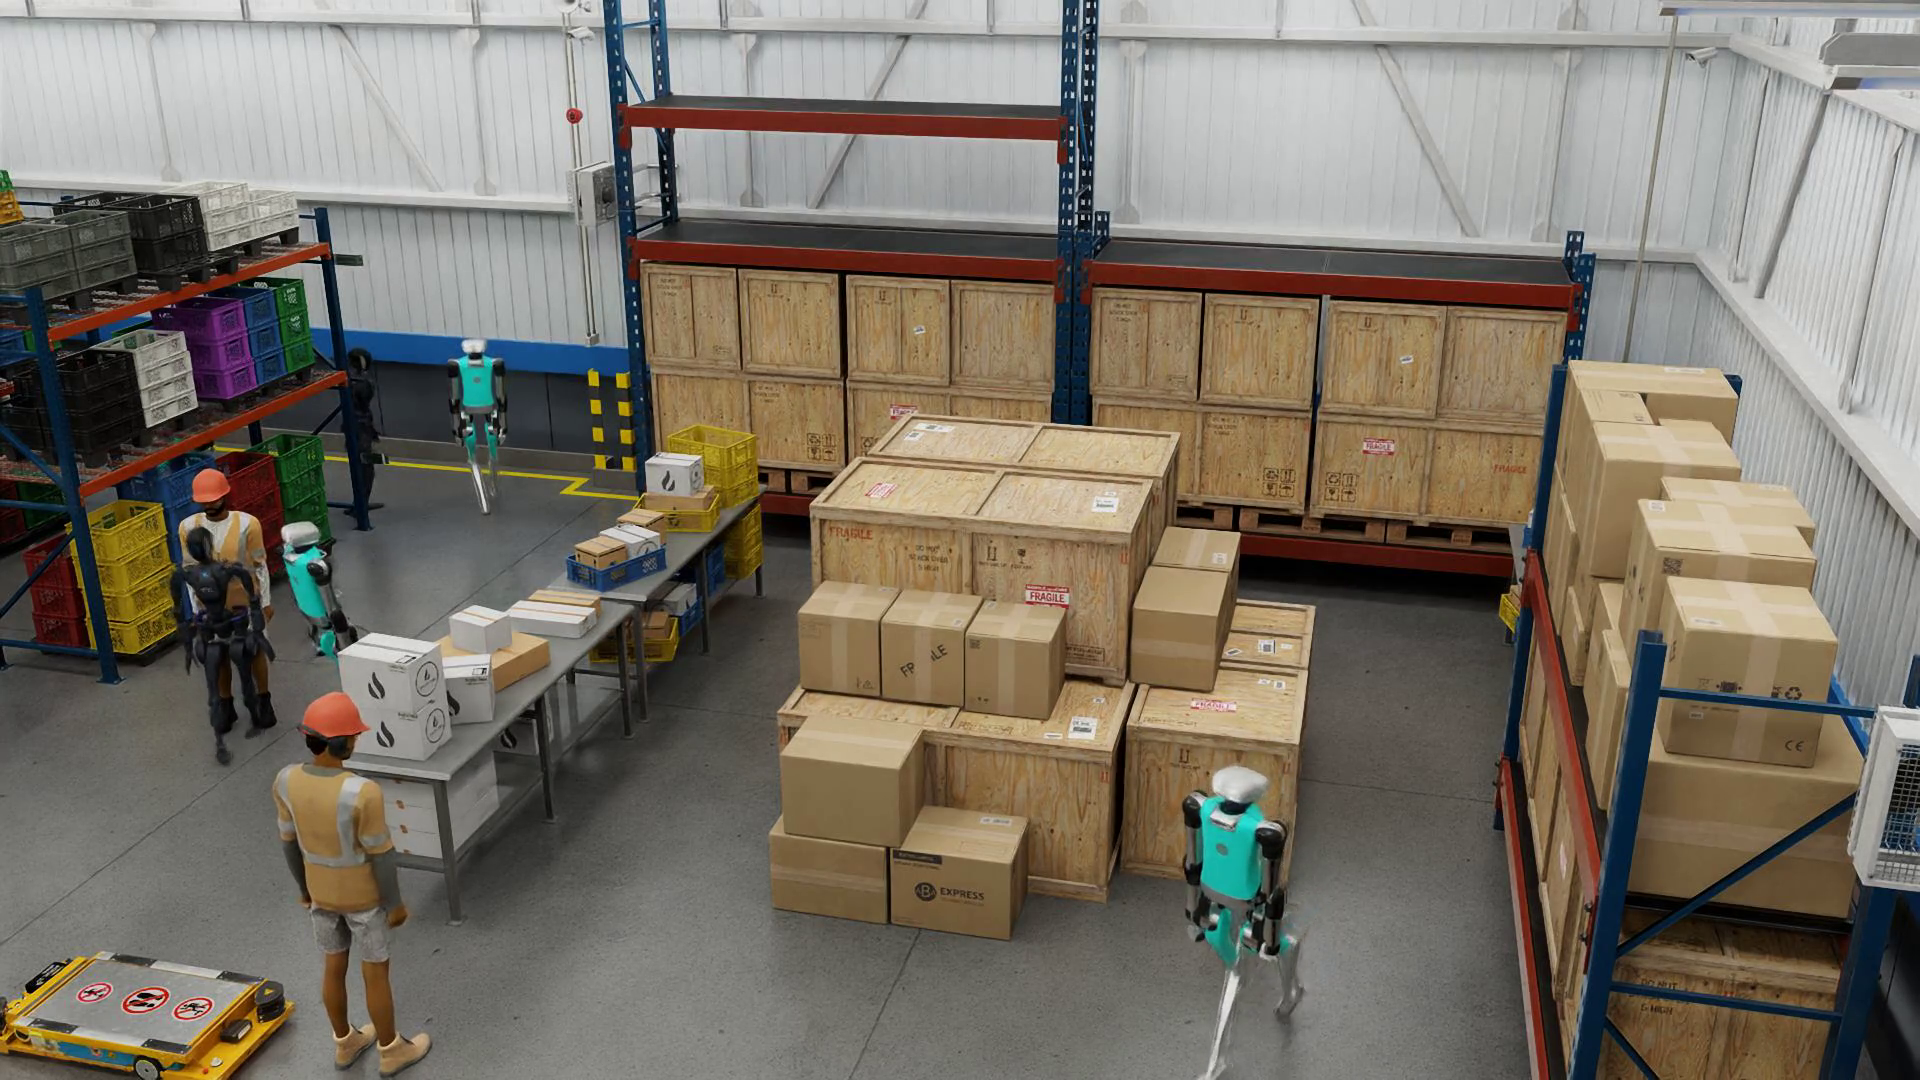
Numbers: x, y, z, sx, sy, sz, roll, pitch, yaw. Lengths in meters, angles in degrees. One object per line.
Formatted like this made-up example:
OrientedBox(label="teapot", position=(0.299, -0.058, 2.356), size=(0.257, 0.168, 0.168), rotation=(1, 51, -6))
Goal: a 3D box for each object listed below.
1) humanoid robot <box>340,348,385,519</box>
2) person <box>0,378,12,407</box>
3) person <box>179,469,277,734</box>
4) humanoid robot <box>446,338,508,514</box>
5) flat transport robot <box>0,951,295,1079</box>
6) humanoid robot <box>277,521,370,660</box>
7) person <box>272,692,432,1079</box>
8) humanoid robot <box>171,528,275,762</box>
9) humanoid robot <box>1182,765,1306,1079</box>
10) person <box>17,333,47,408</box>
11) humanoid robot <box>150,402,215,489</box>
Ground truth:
OrientedBox(label="humanoid robot", position=(-5.678, -1.015, 15.738), size=(0.394, 1.637, 0.612), rotation=(-1, 21, -4))
OrientedBox(label="person", position=(-10.403, -1.901, 17.828), size=(0.565, 1.835, 0.384), rotation=(-6, 22, -16))
OrientedBox(label="person", position=(-5.093, 0.421, 11.607), size=(0.543, 1.939, 0.368), rotation=(-5, 21, -12))
OrientedBox(label="humanoid robot", position=(-4.595, -1.098, 15.965), size=(0.551, 1.850, 0.864), rotation=(-6, 22, -14))
OrientedBox(label="flat transport robot", position=(-4.270, 2.464, 8.601), size=(1.431, 0.231, 0.659), rotation=(5, 22, 13))
OrientedBox(label="humanoid robot", position=(-4.093, 0.654, 11.311), size=(0.578, 1.790, 0.859), rotation=(18, 27, 39))
OrientedBox(label="person", position=(-2.981, 1.696, 8.144), size=(0.606, 2.032, 0.400), rotation=(7, 22, 19))
OrientedBox(label="humanoid robot", position=(-5.010, 0.683, 11.338), size=(0.591, 1.638, 0.701), rotation=(-5, 22, -13))
OrientedBox(label="humanoid robot", position=(1.509, 1.801, 8.302), size=(0.548, 1.762, 0.985), rotation=(16, 26, 36))
OrientedBox(label="person", position=(-9.479, -1.586, 16.991), size=(0.506, 1.843, 0.346), rotation=(9, 23, 22))
OrientedBox(label="humanoid robot", position=(-7.222, -0.839, 15.323), size=(0.543, 1.885, 0.739), rotation=(11, 23, 25))
